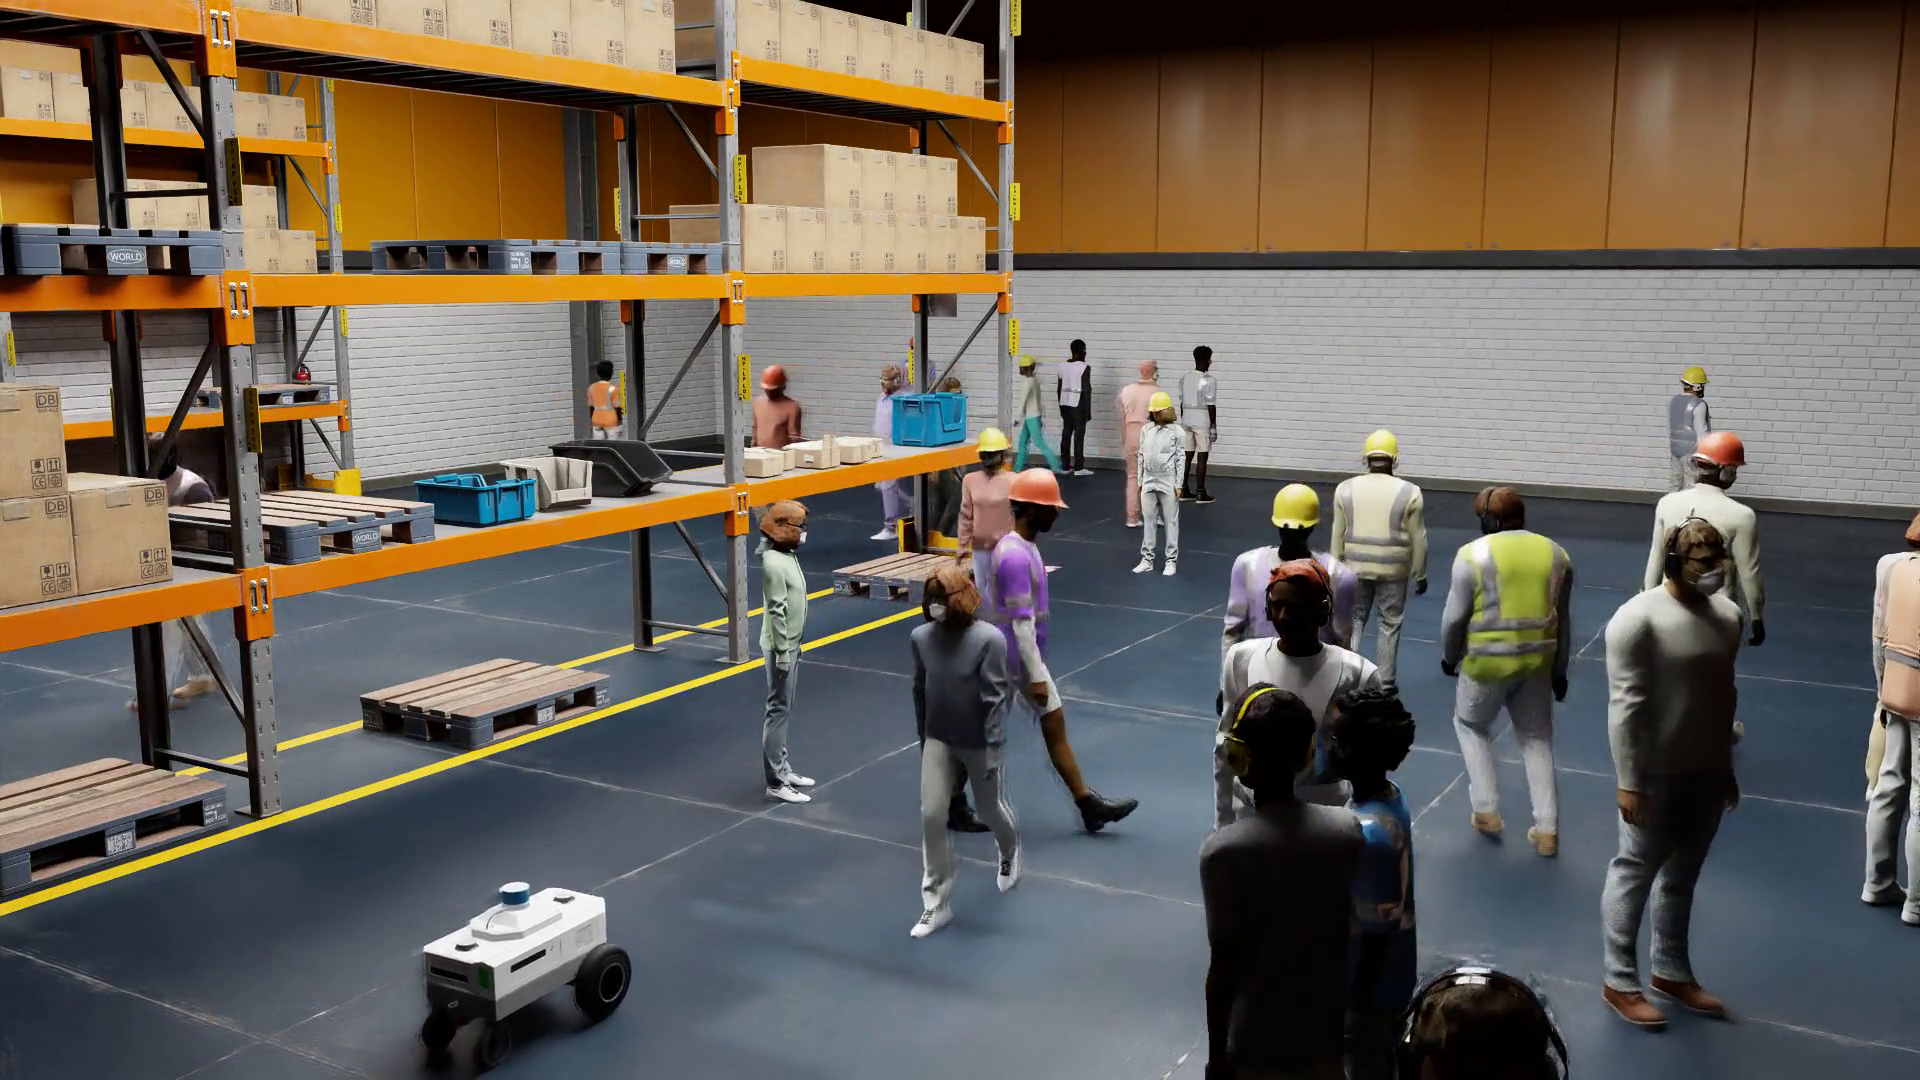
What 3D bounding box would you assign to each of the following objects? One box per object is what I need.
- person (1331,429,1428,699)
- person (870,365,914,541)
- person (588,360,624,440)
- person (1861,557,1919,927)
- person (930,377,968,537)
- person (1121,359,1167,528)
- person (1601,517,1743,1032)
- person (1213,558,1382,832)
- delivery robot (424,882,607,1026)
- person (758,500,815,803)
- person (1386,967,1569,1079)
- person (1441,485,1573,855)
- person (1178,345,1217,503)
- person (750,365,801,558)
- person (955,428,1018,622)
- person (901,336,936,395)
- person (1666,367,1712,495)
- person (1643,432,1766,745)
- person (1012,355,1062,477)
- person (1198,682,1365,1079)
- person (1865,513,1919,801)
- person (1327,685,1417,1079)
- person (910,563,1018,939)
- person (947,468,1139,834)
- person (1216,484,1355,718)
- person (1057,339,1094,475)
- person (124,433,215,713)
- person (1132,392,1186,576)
[{"bbox_3d":[2.771,0.179,10.973,0.617,1.824,0.464,6,11,31],"label":"person"},{"bbox_3d":[-0.667,-0.934,17.734,0.589,1.881,0.656,-4,10,-24],"label":"person"},{"bbox_3d":[-4.723,-1.554,22.210,0.550,1.697,0.385,5,10,28],"label":"person"},{"bbox_3d":[4.243,0.723,7.274,0.382,1.923,0.590,-1,9,-6],"label":"person"},{"bbox_3d":[-0.127,-0.705,16.494,0.443,1.824,0.543,1,9,7],"label":"person"},{"bbox_3d":[2.085,-1.064,18.554,0.656,1.889,0.534,7,12,38],"label":"person"},{"bbox_3d":[2.698,0.871,6.306,0.632,1.940,0.359,-4,10,-25],"label":"person"},{"bbox_3d":[1.134,0.994,5.711,0.573,1.883,0.355,5,10,29],"label":"person"},{"bbox_3d":[-1.655,1.527,6.224,0.477,0.478,0.707,5,10,28],"label":"delivery robot"},{"bbox_3d":[-0.942,0.591,8.999,0.288,1.633,0.497,0,9,1],"label":"person"},{"bbox_3d":[0.750,1.503,2.559,0.620,1.887,1.047,5,11,31],"label":"person"},{"bbox_3d":[2.712,0.636,8.226,0.643,1.791,0.614,-2,9,-10],"label":"person"},{"bbox_3d":[2.959,-1.436,20.644,0.372,1.958,0.607,-6,11,-35],"label":"person"},{"bbox_3d":[-1.860,-0.762,16.448,0.695,1.947,0.499,6,11,33],"label":"person"},{"bbox_3d":[0.230,0.077,11.838,0.516,1.753,0.371,6,11,33],"label":"person"},{"bbox_3d":[-0.623,-2.045,24.504,0.544,1.939,0.372,-3,10,-20],"label":"person"},{"bbox_3d":[7.936,-0.966,18.096,0.404,1.833,0.592,-2,9,-13],"label":"person"},{"bbox_3d":[4.300,0.366,9.418,0.979,1.945,0.638,-5,10,-27],"label":"person"},{"bbox_3d":[1.031,-1.709,23.095,0.882,1.719,0.524,3,9,16],"label":"person"},{"bbox_3d":[0.748,1.263,4.230,0.513,1.812,0.938,-4,10,-23],"label":"person"},{"bbox_3d":[5.079,0.625,8.807,0.272,1.627,0.496,-7,12,-38],"label":"person"},{"bbox_3d":[1.133,1.244,4.715,0.315,1.699,0.541,2,9,14],"label":"person"},{"bbox_3d":[0.027,0.873,7.348,0.506,1.598,0.796,4,10,26],"label":"person"},{"bbox_3d":[0.353,0.577,8.326,1.062,1.869,0.561,2,9,13],"label":"person"},{"bbox_3d":[1.576,0.646,7.909,0.595,1.890,0.952,5,10,29],"label":"person"},{"bbox_3d":[1.612,-1.868,23.470,0.393,1.916,0.590,-8,12,-41],"label":"person"},{"bbox_3d":[-5.245,0.210,10.840,0.654,1.798,0.895,5,10,28],"label":"person"},{"bbox_3d":[1.879,-0.530,15.683,0.484,1.736,0.308,6,11,33],"label":"person"}]
